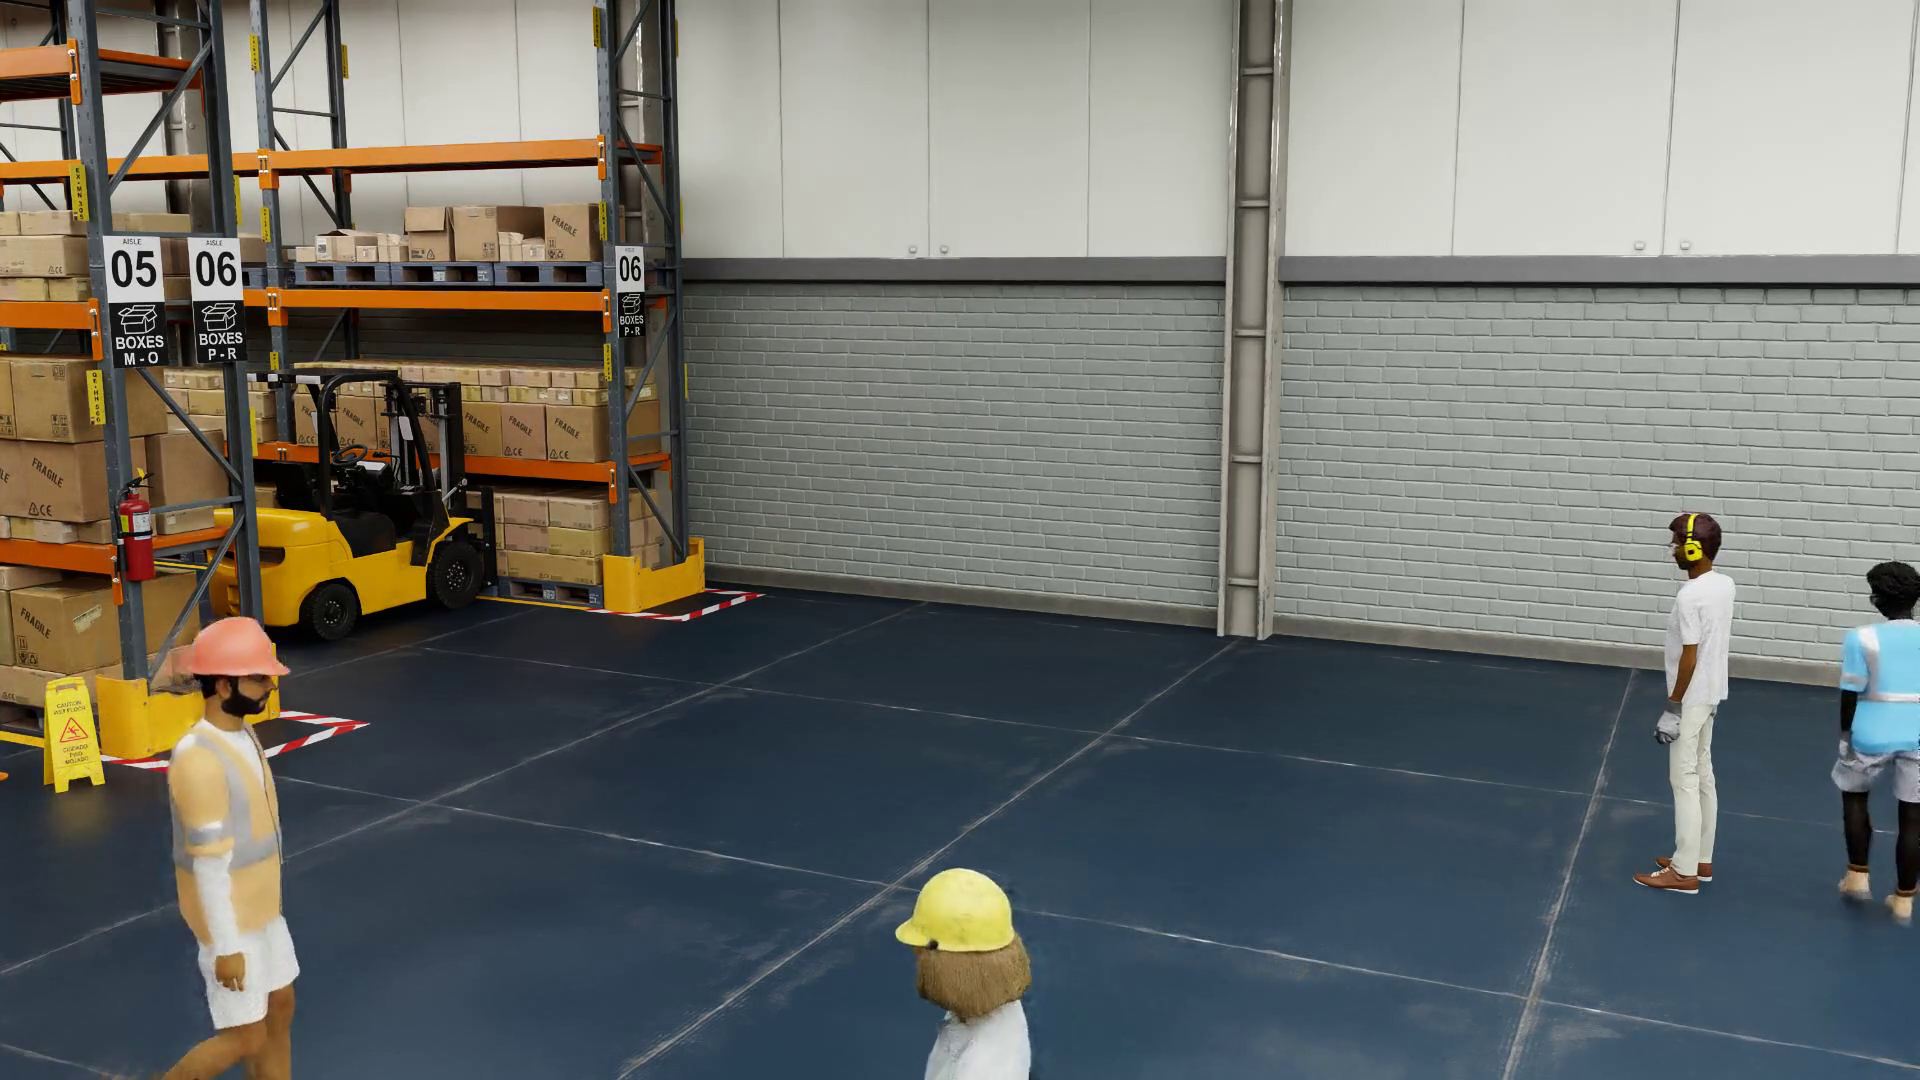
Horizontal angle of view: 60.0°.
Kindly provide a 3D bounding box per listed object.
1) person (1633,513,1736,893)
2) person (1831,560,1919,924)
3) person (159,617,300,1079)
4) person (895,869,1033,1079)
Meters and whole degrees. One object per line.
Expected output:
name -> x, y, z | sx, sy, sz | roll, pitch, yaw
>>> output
person -> 3.557, 0.791, 8.123 | 0.329, 1.865, 0.508 | 9, 13, 43
person -> 4.385, 0.928, 7.817 | 0.558, 1.674, 0.538 | 2, 10, 13
person -> -2.412, 1.200, 5.426 | 0.670, 1.923, 0.567 | -1, 9, -6
person -> 0.058, 1.566, 3.743 | 0.457, 1.730, 0.500 | 1, 9, 3
